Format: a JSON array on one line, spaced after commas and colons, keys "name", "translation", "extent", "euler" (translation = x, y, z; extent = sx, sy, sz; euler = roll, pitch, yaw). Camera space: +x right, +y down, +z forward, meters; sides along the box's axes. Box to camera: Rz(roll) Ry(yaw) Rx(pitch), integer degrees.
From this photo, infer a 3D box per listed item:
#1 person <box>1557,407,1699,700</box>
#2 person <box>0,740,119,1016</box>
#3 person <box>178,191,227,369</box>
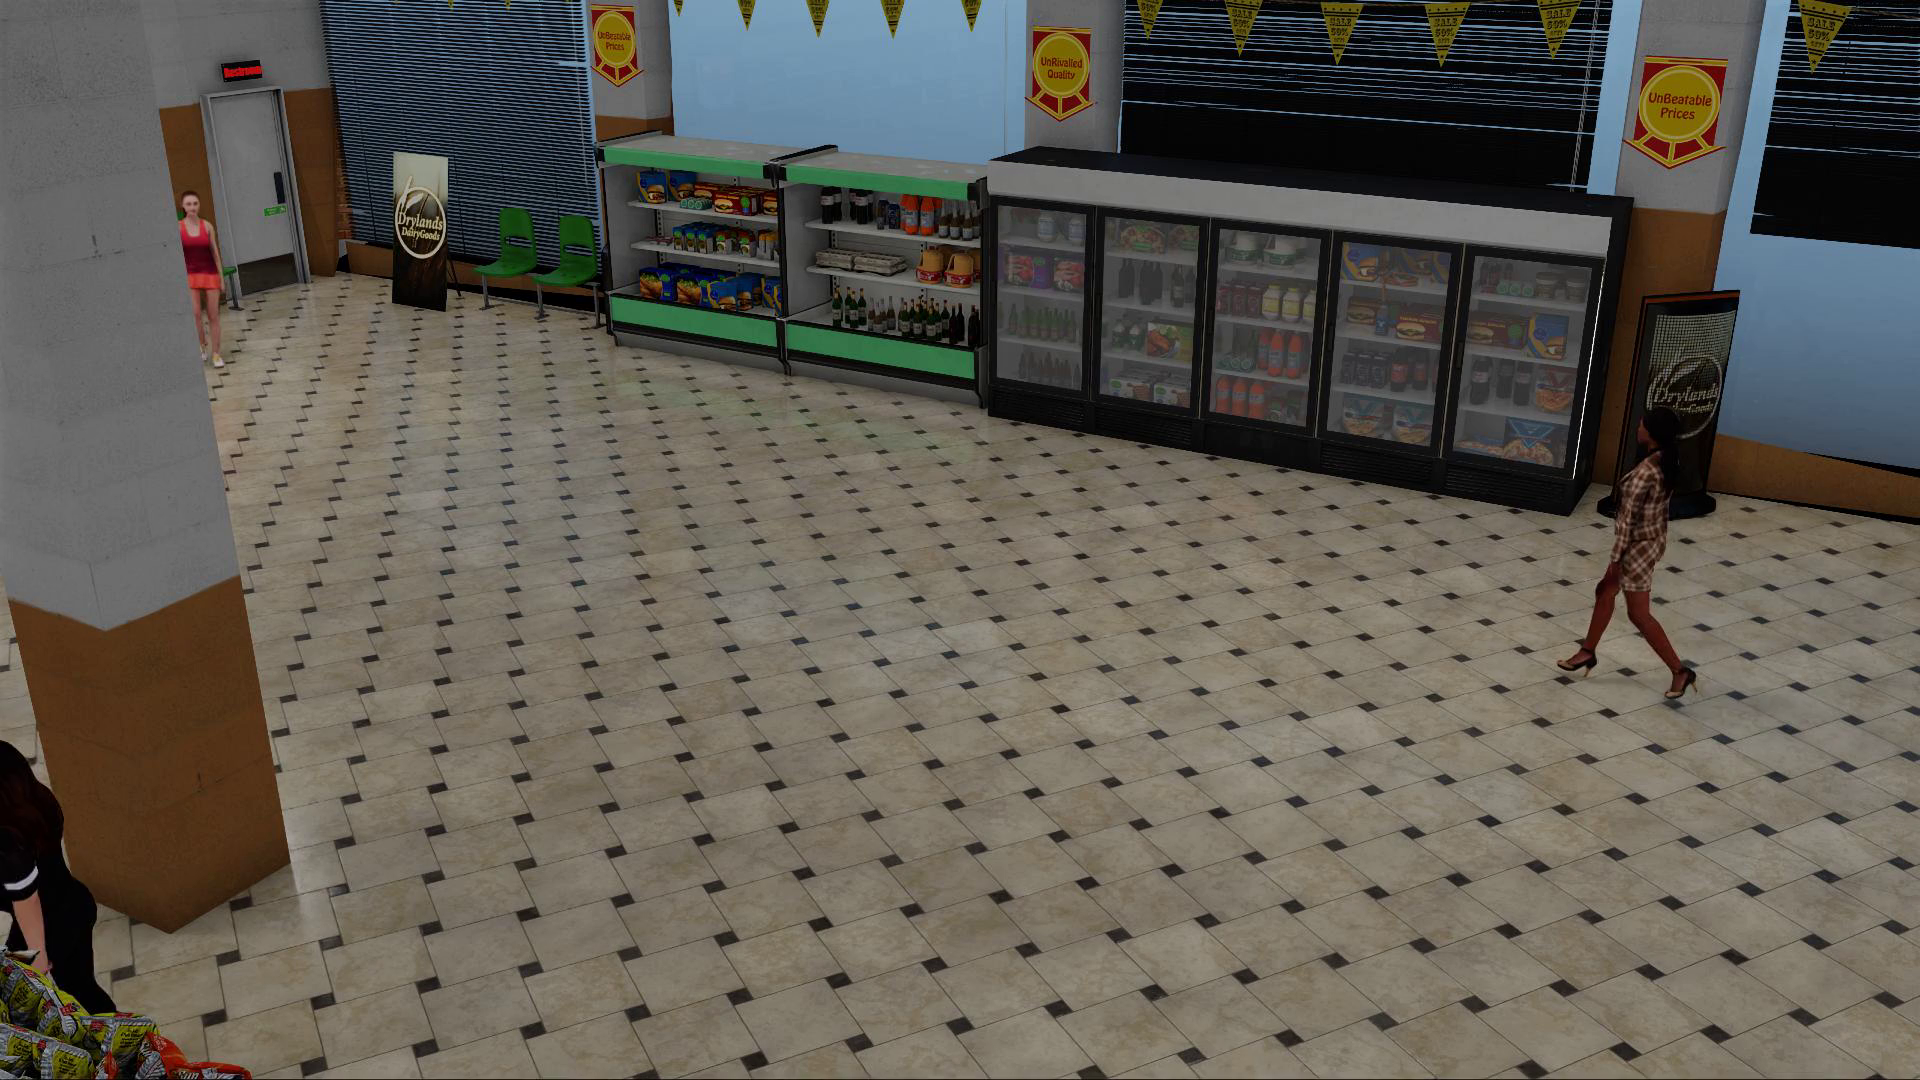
[{"name": "person", "translation": [4.009, 0.124, 9.646], "extent": [1.111, 1.757, 0.752], "euler": [19, 29, 39]}, {"name": "person", "translation": [-3.451, 1.487, 6.436], "extent": [0.820, 1.622, 0.767], "euler": [-3, 22, -6]}, {"name": "person", "translation": [-7.490, -2.574, 16.382], "extent": [0.719, 1.742, 0.785], "euler": [-12, 25, -27]}]
